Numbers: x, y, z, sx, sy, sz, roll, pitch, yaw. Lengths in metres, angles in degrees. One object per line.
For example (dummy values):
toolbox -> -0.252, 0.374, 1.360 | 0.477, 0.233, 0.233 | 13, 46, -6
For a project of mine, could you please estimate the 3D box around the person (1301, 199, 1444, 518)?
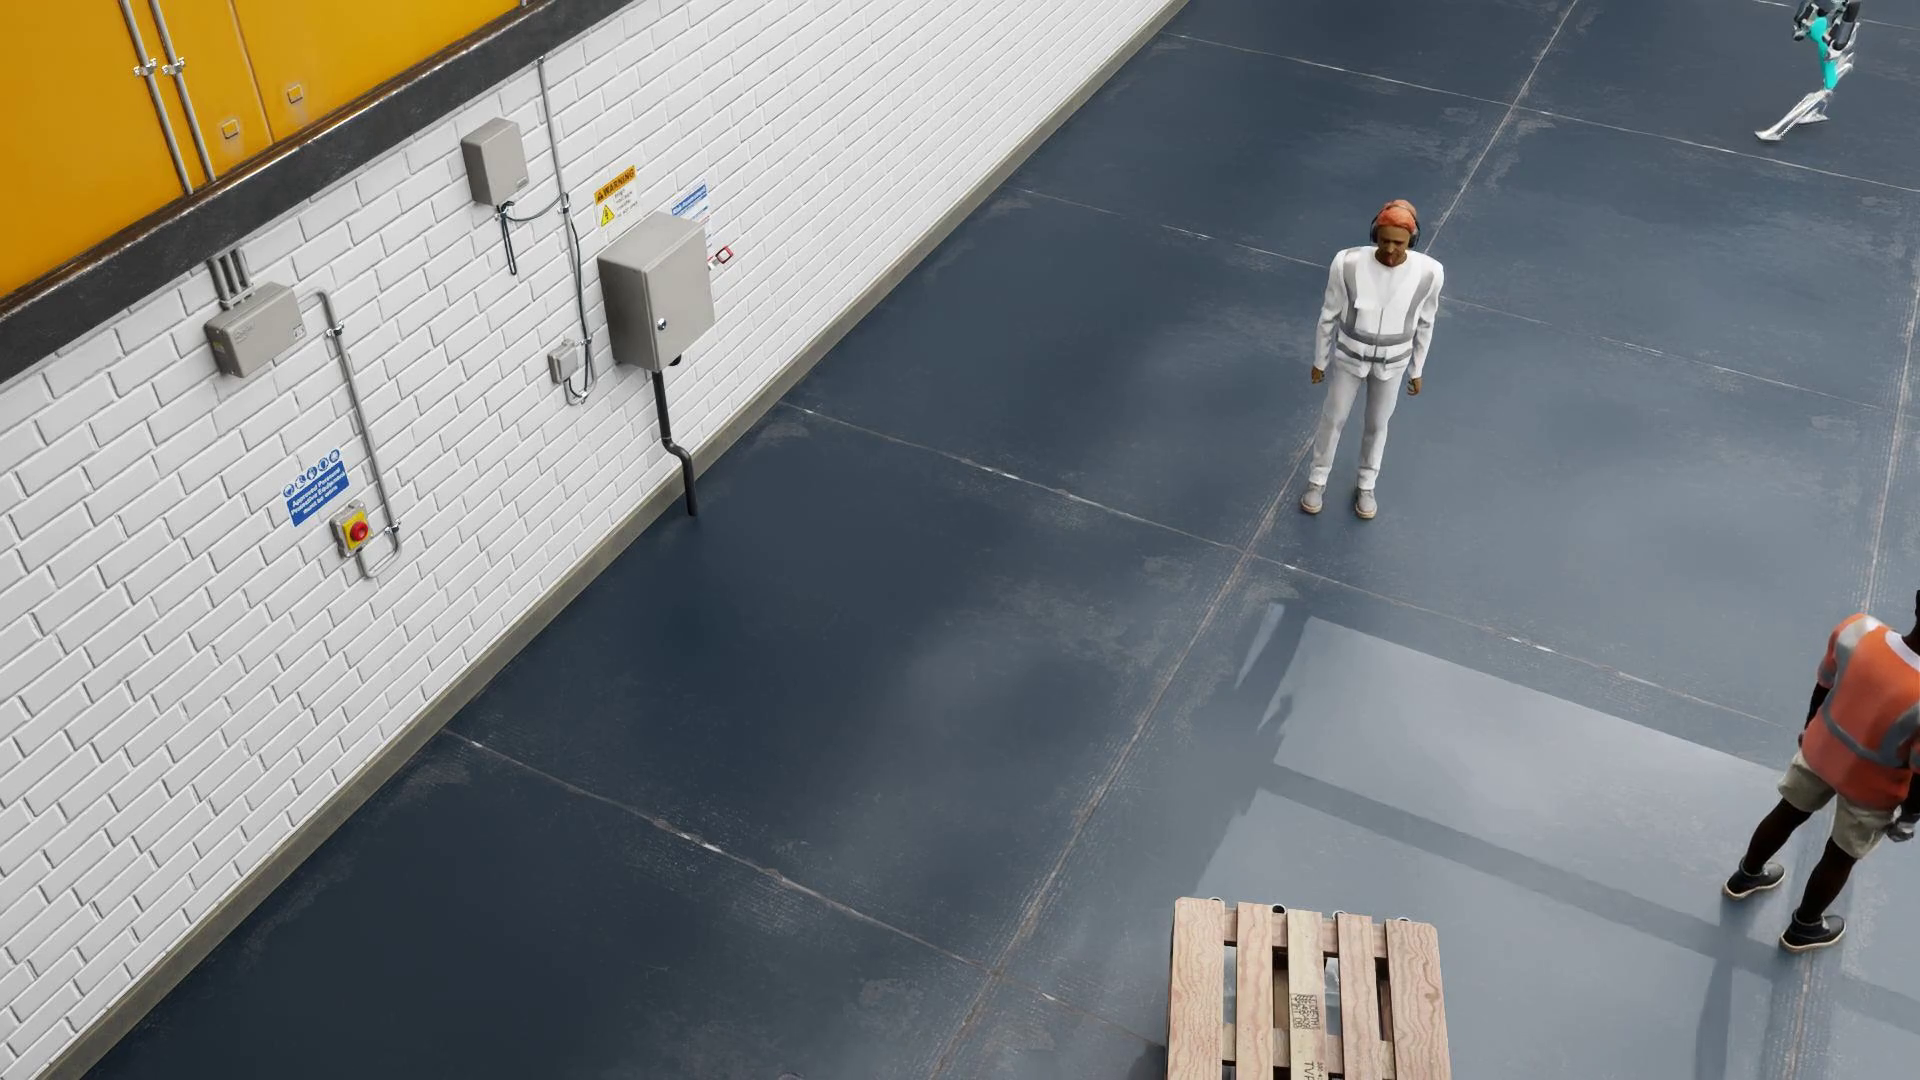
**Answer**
person -> 2.134, -0.927, 8.676 | 0.582, 1.882, 0.337 | 7, 41, 8

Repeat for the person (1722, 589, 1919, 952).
person -> 3.531, 0.883, 6.521 | 0.364, 1.960, 0.601 | -17, 43, -18

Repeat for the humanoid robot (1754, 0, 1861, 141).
humanoid robot -> 6.332, -3.696, 12.001 | 0.963, 1.761, 0.553 | -10, 42, -11
